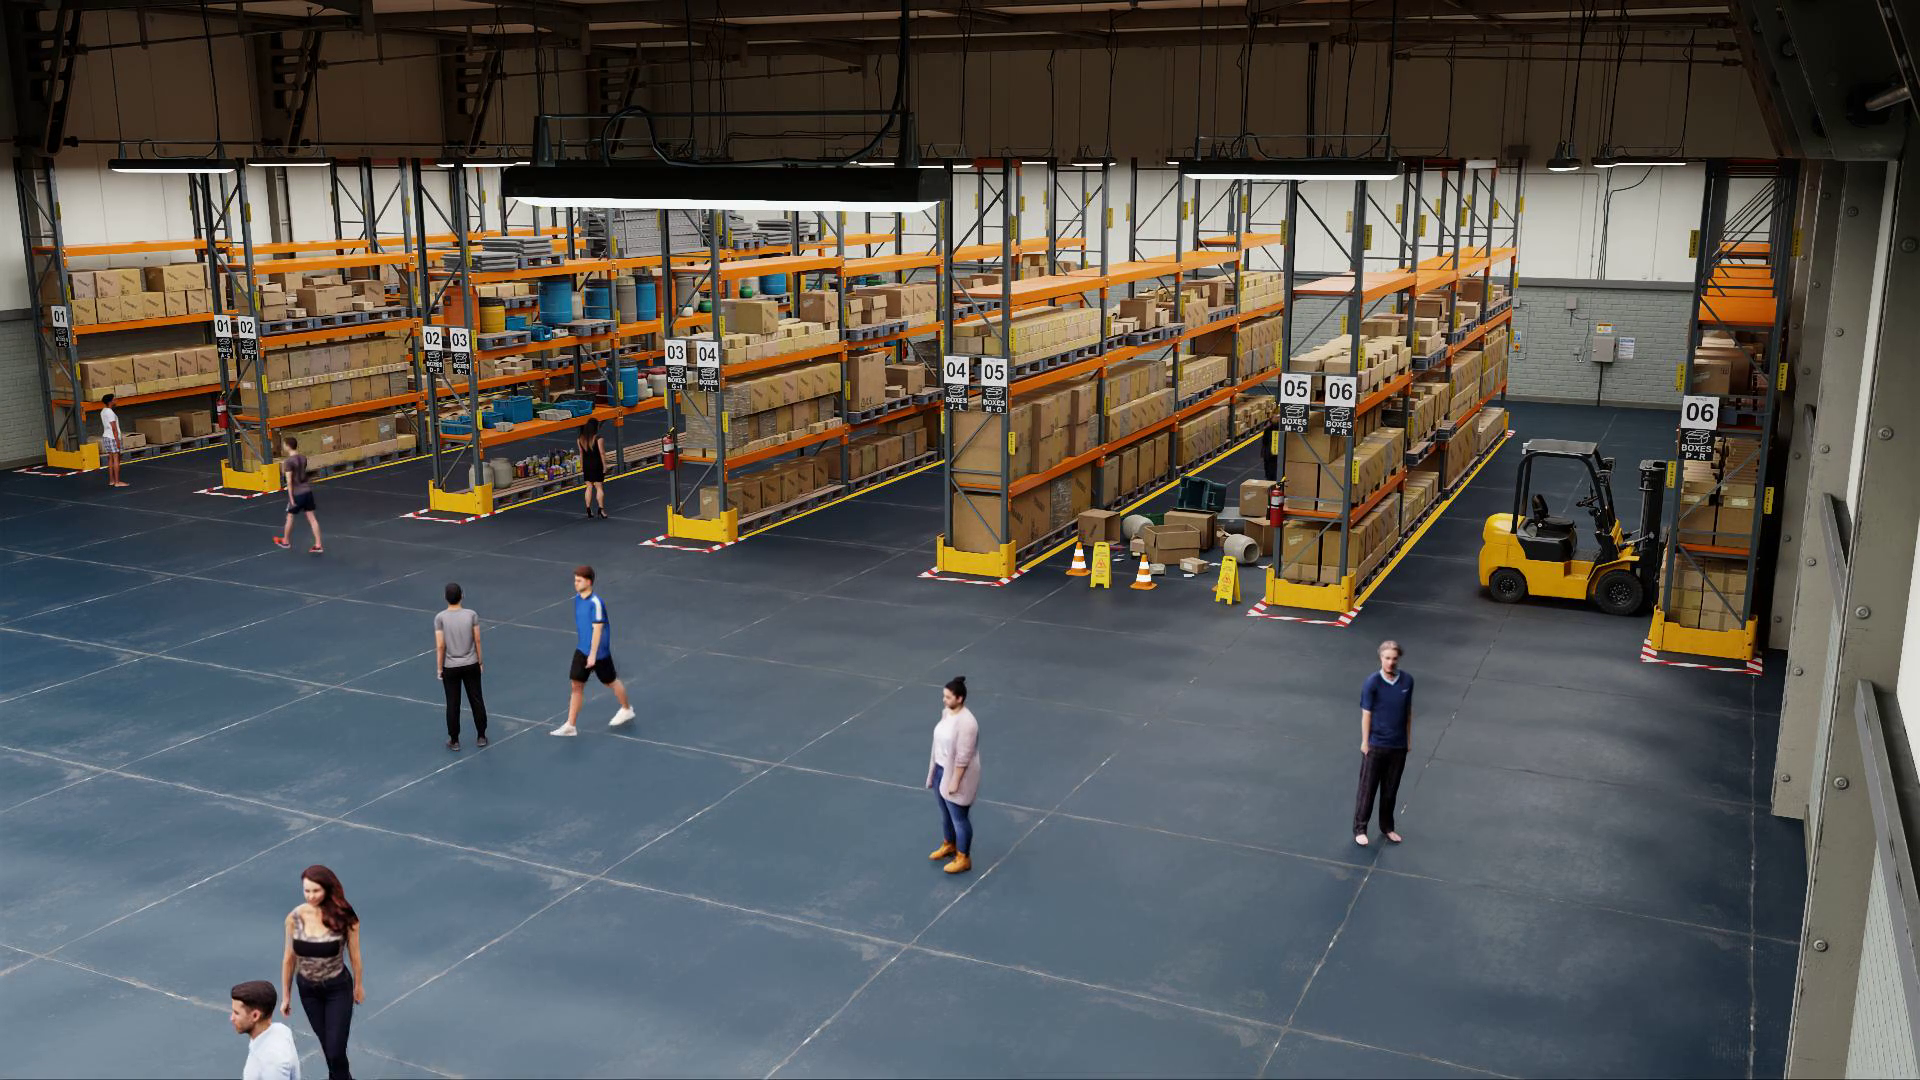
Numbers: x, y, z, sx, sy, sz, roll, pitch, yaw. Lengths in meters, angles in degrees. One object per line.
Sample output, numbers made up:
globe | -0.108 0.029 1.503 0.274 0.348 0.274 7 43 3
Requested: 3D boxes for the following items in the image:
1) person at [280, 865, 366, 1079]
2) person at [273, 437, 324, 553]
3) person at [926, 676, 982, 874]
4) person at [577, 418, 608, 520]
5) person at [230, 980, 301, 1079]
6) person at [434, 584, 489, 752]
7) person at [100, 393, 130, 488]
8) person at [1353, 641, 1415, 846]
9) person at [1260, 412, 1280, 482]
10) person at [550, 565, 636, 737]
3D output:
person | -4.001 2.851 10.584 0.818 1.745 0.947 0 13 2
person | -10.091 -0.659 25.613 0.729 1.804 1.107 7 15 26
person | 0.014 1.990 14.320 0.899 1.736 0.843 -5 14 -20
person | -6.224 -1.219 28.233 0.685 1.712 0.639 4 14 16
person | -3.564 3.205 8.869 1.059 1.829 0.957 -7 15 -28
person | -5.182 1.303 17.252 0.695 1.753 0.774 -6 14 -24
person | -15.811 -1.874 31.013 0.653 1.734 0.701 -13 18 -43
person | 3.793 1.797 14.861 0.735 1.870 0.756 -3 13 -12
person | 5.625 -1.501 29.683 0.717 1.608 1.173 8 16 33
person | -3.805 1.177 17.661 0.822 1.814 1.316 10 16 36
